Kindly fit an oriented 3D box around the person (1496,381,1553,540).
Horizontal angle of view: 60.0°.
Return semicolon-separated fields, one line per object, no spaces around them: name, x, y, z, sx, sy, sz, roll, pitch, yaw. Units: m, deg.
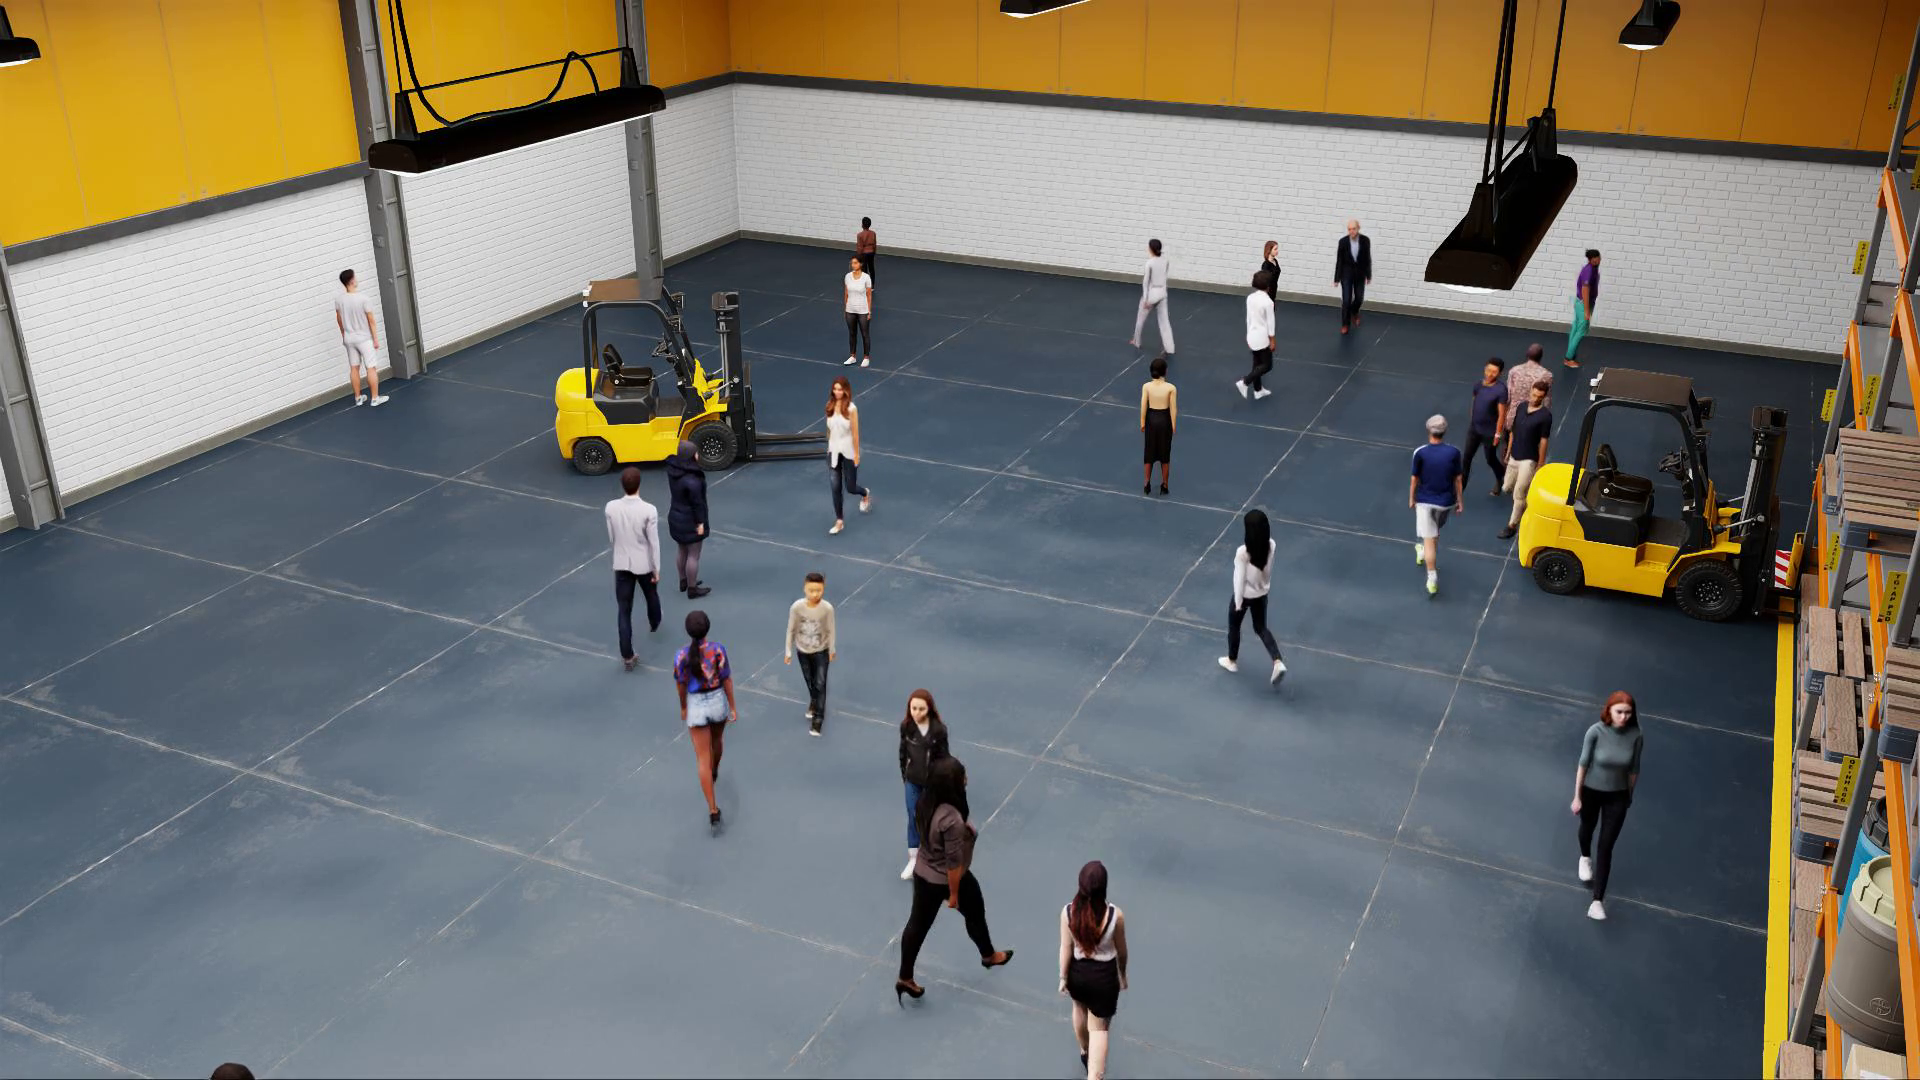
person;6.245;-0.888;18.187;1.042;1.823;0.945;-11;26;-24

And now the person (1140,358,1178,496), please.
person;2.305;-1.314;19.373;0.611;1.654;0.595;6;24;13

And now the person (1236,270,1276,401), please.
person;4.011;-2.731;22.438;1.033;1.795;0.921;-14;27;-29

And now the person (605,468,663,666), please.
person;-3.064;0.293;15.525;1.043;1.792;1.365;1;24;1

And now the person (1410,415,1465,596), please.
person;4.848;-0.309;16.956;1.090;1.750;1.334;0;24;0

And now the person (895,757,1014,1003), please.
person;-0.197;2.288;10.956;1.225;1.796;1.011;-17;29;-33

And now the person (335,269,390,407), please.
person;-8.076;-2.714;22.326;0.727;1.854;0.651;4;24;10

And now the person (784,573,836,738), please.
person;-1.269;0.931;14.514;0.750;1.433;1.017;4;24;8

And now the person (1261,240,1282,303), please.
person;4.506;-3.567;24.463;0.667;1.706;0.466;14;27;29

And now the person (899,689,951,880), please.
person;-0.242;1.766;12.589;0.729;1.445;1.024;5;24;10

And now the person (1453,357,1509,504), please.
person;6.107;-1.263;19.142;1.240;1.746;1.043;-15;28;-31

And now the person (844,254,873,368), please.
person;-1.459;-3.319;23.970;0.559;1.646;0.508;10;26;22

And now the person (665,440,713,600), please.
person;-2.763;-0.224;16.855;0.795;1.675;0.773;-17;29;-34

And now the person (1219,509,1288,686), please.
person;2.708;0.536;15.110;1.059;1.679;1.046;-13;27;-27

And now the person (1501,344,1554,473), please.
person;6.538;-1.364;19.326;0.731;1.784;0.668;9;25;19

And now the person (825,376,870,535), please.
person;-1.257;-0.975;18.459;0.606;1.765;0.967;12;26;26

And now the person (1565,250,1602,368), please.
person;8.983;-3.386;24.016;0.887;1.733;0.475;4;24;9

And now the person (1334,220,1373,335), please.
person;6.029;-4.054;25.499;0.855;1.768;0.969;2;24;5

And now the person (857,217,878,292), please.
person;-1.562;-4.785;27.811;0.559;1.255;0.658;-15;28;-31

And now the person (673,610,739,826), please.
person;-1.993;1.428;13.062;1.117;1.686;1.263;-5;24;-11

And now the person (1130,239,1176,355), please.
person;2.923;-3.526;24.388;1.184;1.690;1.153;-12;26;-26

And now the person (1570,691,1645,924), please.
person;4.660;1.845;12.103;0.776;1.689;1.198;5;24;12

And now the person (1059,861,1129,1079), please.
person;0.793;2.740;10.137;0.791;1.623;1.082;1;24;3
